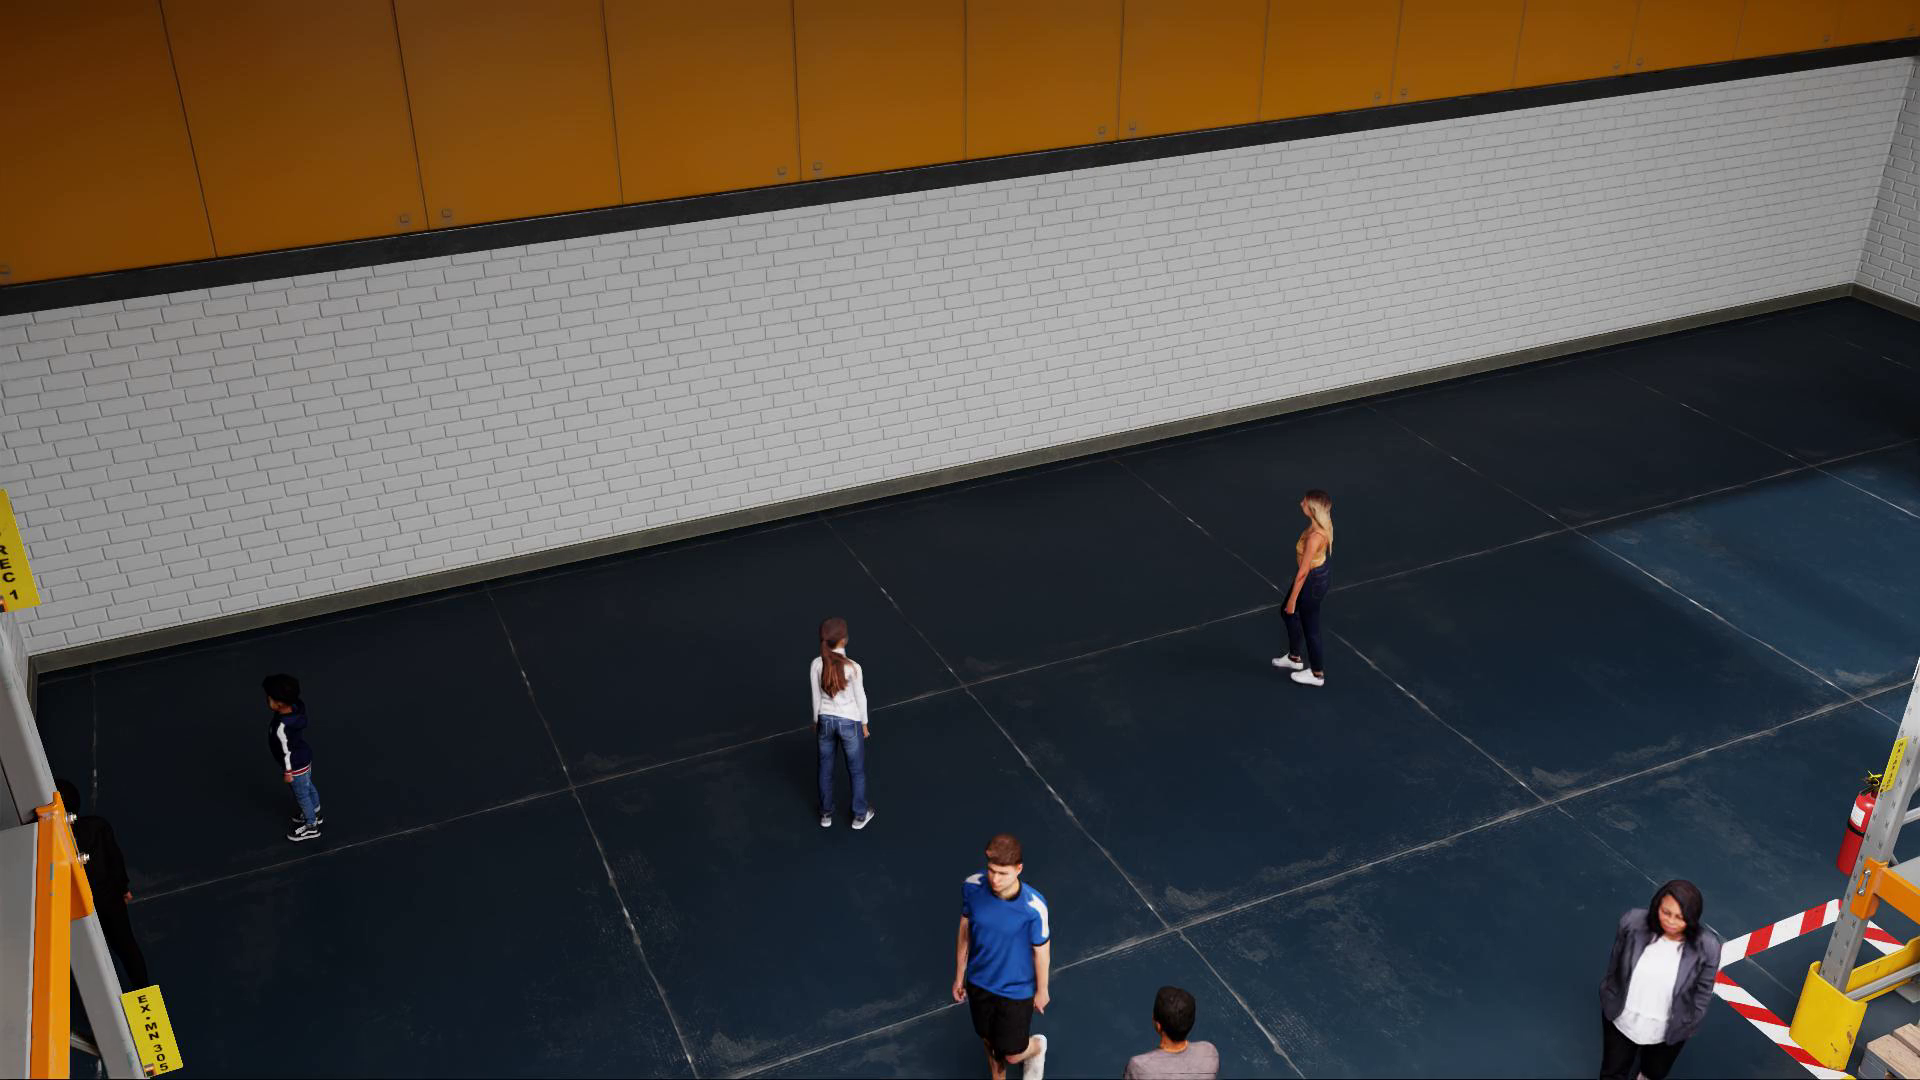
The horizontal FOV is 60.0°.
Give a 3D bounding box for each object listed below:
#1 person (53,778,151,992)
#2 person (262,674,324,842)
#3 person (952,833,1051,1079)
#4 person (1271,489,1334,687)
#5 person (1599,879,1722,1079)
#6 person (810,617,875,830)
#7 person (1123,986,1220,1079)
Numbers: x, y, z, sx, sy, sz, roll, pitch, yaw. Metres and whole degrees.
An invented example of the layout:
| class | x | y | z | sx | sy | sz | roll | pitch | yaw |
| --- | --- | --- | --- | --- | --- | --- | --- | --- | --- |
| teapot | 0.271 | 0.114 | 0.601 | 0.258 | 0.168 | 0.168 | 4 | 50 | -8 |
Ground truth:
| class | x | y | z | sx | sy | sz | roll | pitch | yaw |
| --- | --- | --- | --- | --- | --- | --- | --- | --- | --- |
| person | -4.825 | 2.017 | 9.227 | 0.640 | 1.674 | 0.665 | 24 | 37 | 37 |
| person | -4.339 | 1.399 | 10.832 | 0.626 | 1.221 | 0.503 | -5 | 29 | -8 |
| person | 0.265 | 2.224 | 8.656 | 0.898 | 1.856 | 0.940 | 15 | 32 | 26 |
| person | 2.678 | 0.375 | 12.298 | 0.824 | 1.615 | 0.765 | 11 | 31 | 20 |
| person | 3.582 | 2.406 | 8.616 | 1.010 | 1.576 | 1.029 | 15 | 32 | 25 |
| person | -0.797 | 1.195 | 10.856 | 0.619 | 1.556 | 0.656 | 5 | 29 | 9 |
| person | 0.976 | 2.858 | 7.614 | 0.837 | 1.742 | 0.764 | -12 | 31 | -21 |
